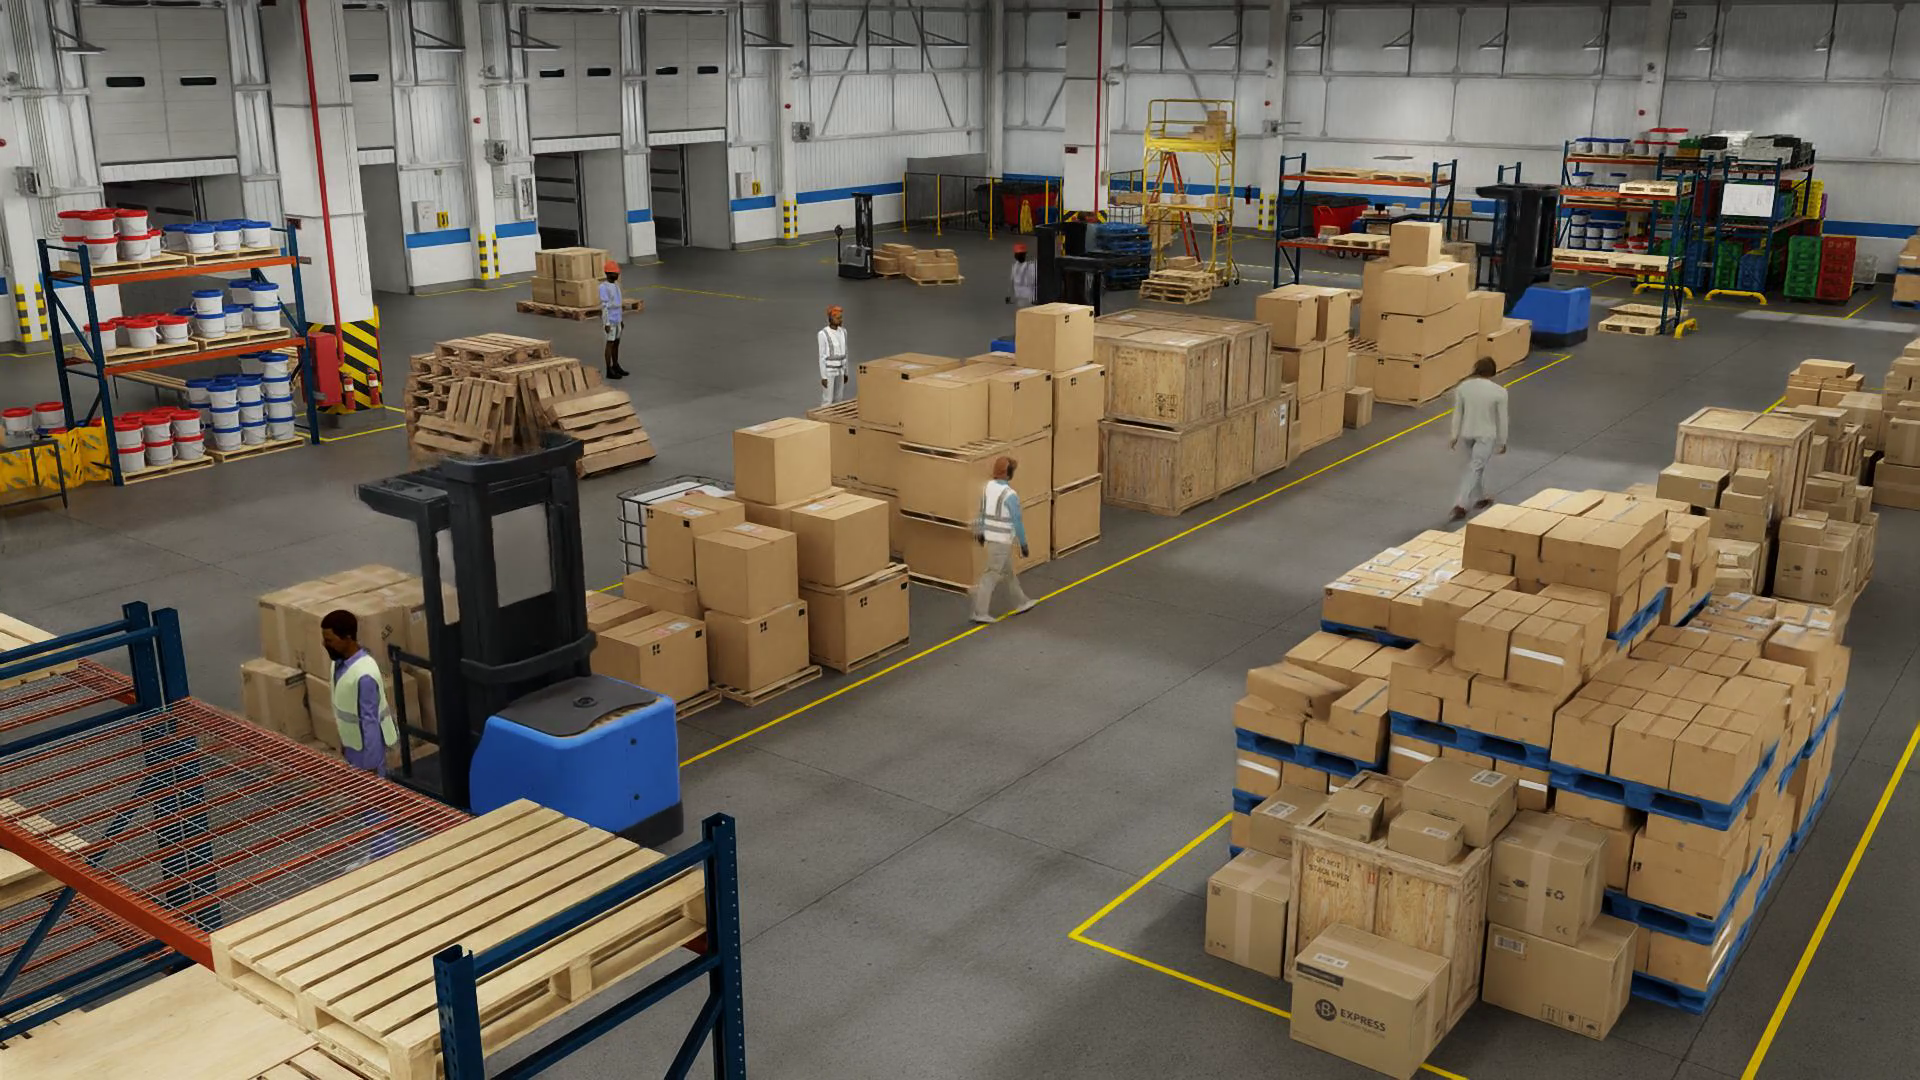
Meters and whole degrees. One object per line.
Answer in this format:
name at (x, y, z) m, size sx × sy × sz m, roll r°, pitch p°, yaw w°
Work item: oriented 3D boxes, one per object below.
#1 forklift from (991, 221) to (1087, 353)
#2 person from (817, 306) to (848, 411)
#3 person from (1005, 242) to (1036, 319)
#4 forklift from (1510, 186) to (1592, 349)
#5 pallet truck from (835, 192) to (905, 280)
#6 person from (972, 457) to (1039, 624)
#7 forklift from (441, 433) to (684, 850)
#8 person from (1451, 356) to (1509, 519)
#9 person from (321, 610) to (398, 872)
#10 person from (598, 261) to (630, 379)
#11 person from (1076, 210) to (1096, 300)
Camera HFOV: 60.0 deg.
forklift at (1.462, -3.273, 24.612) m, size 1.873 × 2.768 × 1.129 m, roll 12°, pitch 21°, yaw 35°
person at (-1.761, -2.331, 23.213) m, size 0.351 × 1.878 × 0.568 m, roll 12°, pitch 21°, yaw 34°
person at (1.042, -4.399, 29.990) m, size 0.807 × 1.905 × 0.548 m, roll -10°, pitch 20°, yaw -30°
forklift at (10.523, -5.030, 30.430) m, size 1.129 × 2.768 × 1.873 m, roll -16°, pitch 23°, yaw -42°
pallet truck at (-1.936, -7.159, 38.982) m, size 1.885 × 1.965 × 0.823 m, roll -12°, pitch 21°, yaw -34°
person at (0.457, 0.000, 15.945) m, size 0.829 × 1.586 × 0.629 m, roll -8°, pitch 19°, yaw -25°
forklift at (-2.954, 0.710, 11.422) m, size 1.873 × 2.768 × 1.129 m, roll 12°, pitch 21°, yaw 35°
person at (6.066, -1.210, 19.485) m, size 1.036 × 1.899 × 0.640 m, roll -15°, pitch 22°, yaw -40°
person at (-3.933, 1.355, 10.950) m, size 0.409 × 1.909 × 0.593 m, roll -12°, pitch 20°, yaw -34°
person at (-5.697, -3.628, 27.396) m, size 0.362 × 1.935 × 0.552 m, roll 5°, pitch 17°, yaw 15°
person at (2.603, -6.089, 35.562) m, size 0.660 × 1.924 × 0.432 m, roll -14°, pitch 22°, yaw -38°
